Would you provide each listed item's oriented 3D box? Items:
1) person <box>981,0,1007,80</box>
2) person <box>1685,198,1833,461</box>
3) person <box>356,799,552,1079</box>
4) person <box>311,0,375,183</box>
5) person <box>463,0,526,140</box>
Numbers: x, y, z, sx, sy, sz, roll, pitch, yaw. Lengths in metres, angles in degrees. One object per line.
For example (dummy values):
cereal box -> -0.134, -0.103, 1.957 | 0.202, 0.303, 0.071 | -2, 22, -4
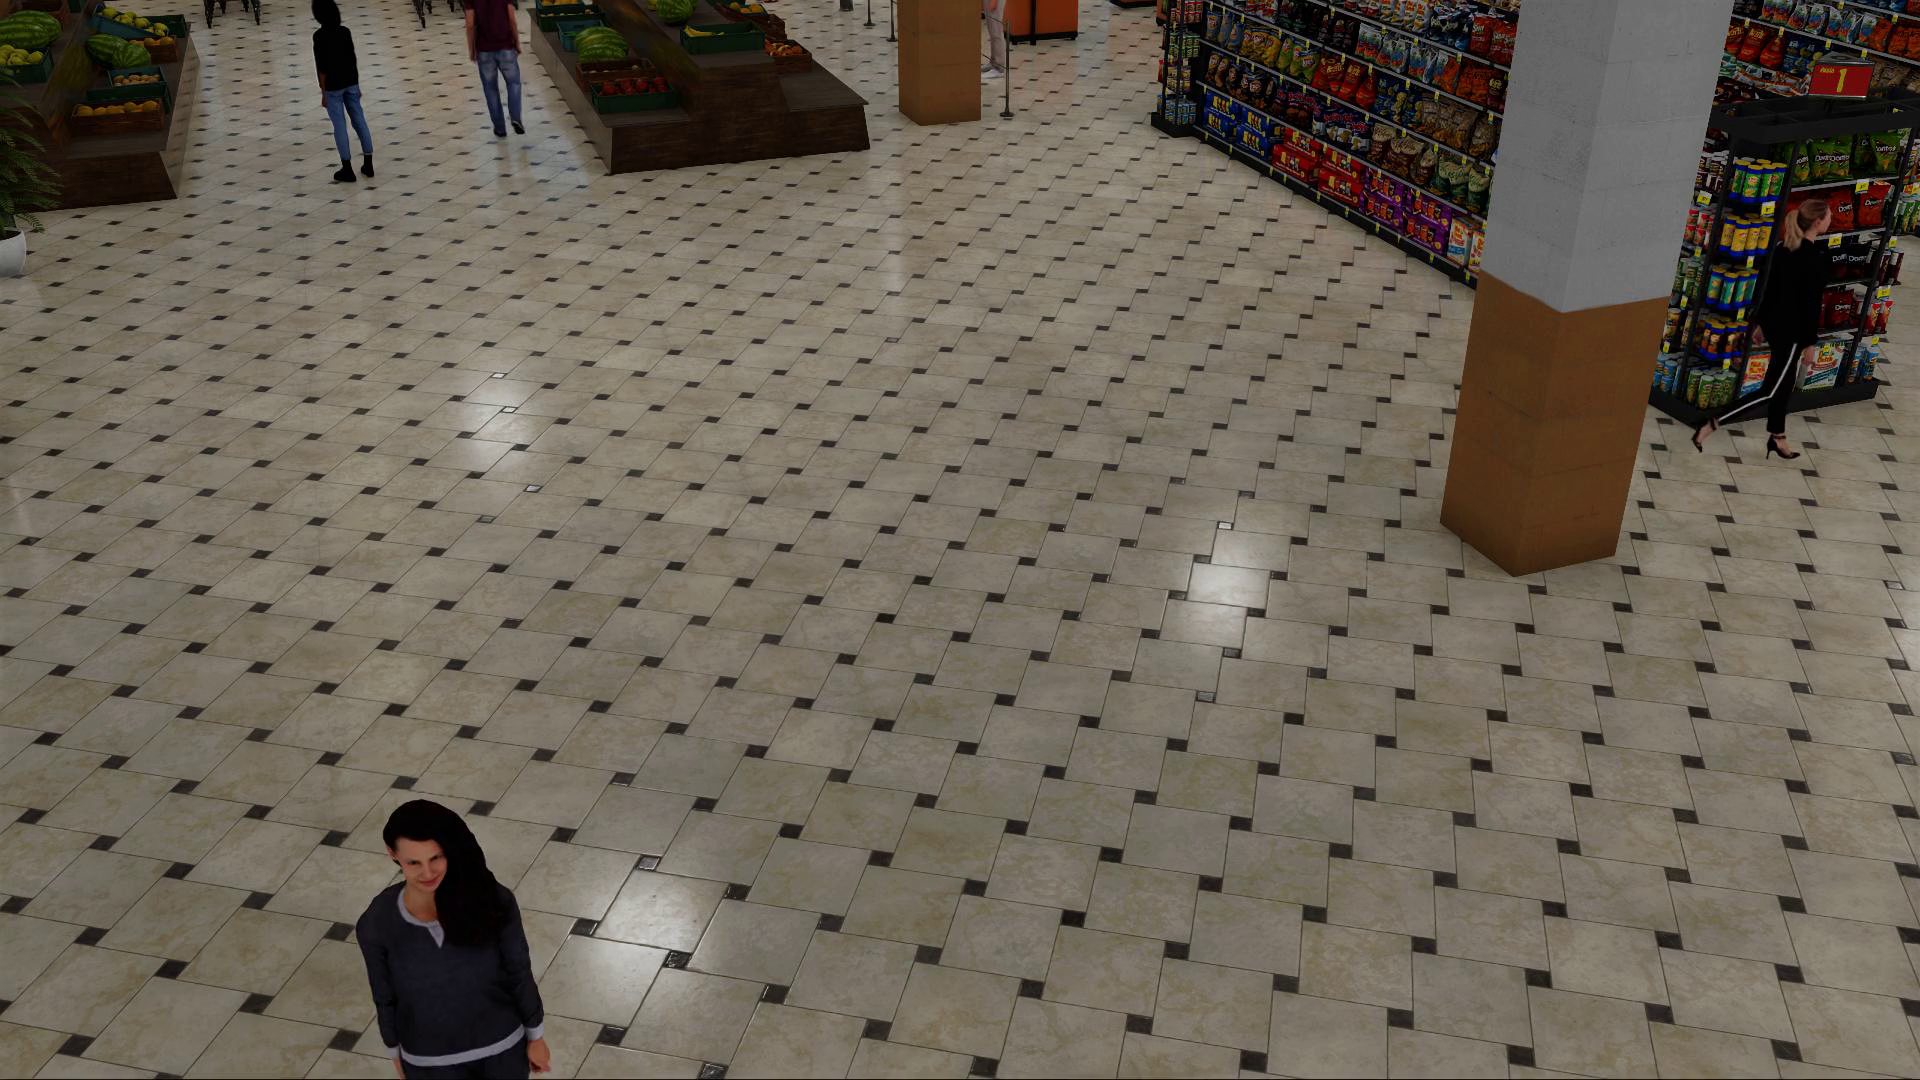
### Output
person -> 0.401, -6.328, 19.241 | 0.791, 1.861, 0.593 | -3, 29, -6
person -> 4.908, -1.210, 10.054 | 0.863, 1.682, 1.041 | -2, 29, -4
person -> -1.512, 1.486, 5.062 | 0.668, 1.735, 1.110 | -13, 31, -22
person -> -5.783, -4.216, 15.539 | 0.684, 1.703, 0.661 | 22, 36, 35
person -> -4.660, -4.942, 16.726 | 0.677, 1.838, 0.770 | -11, 30, -19
